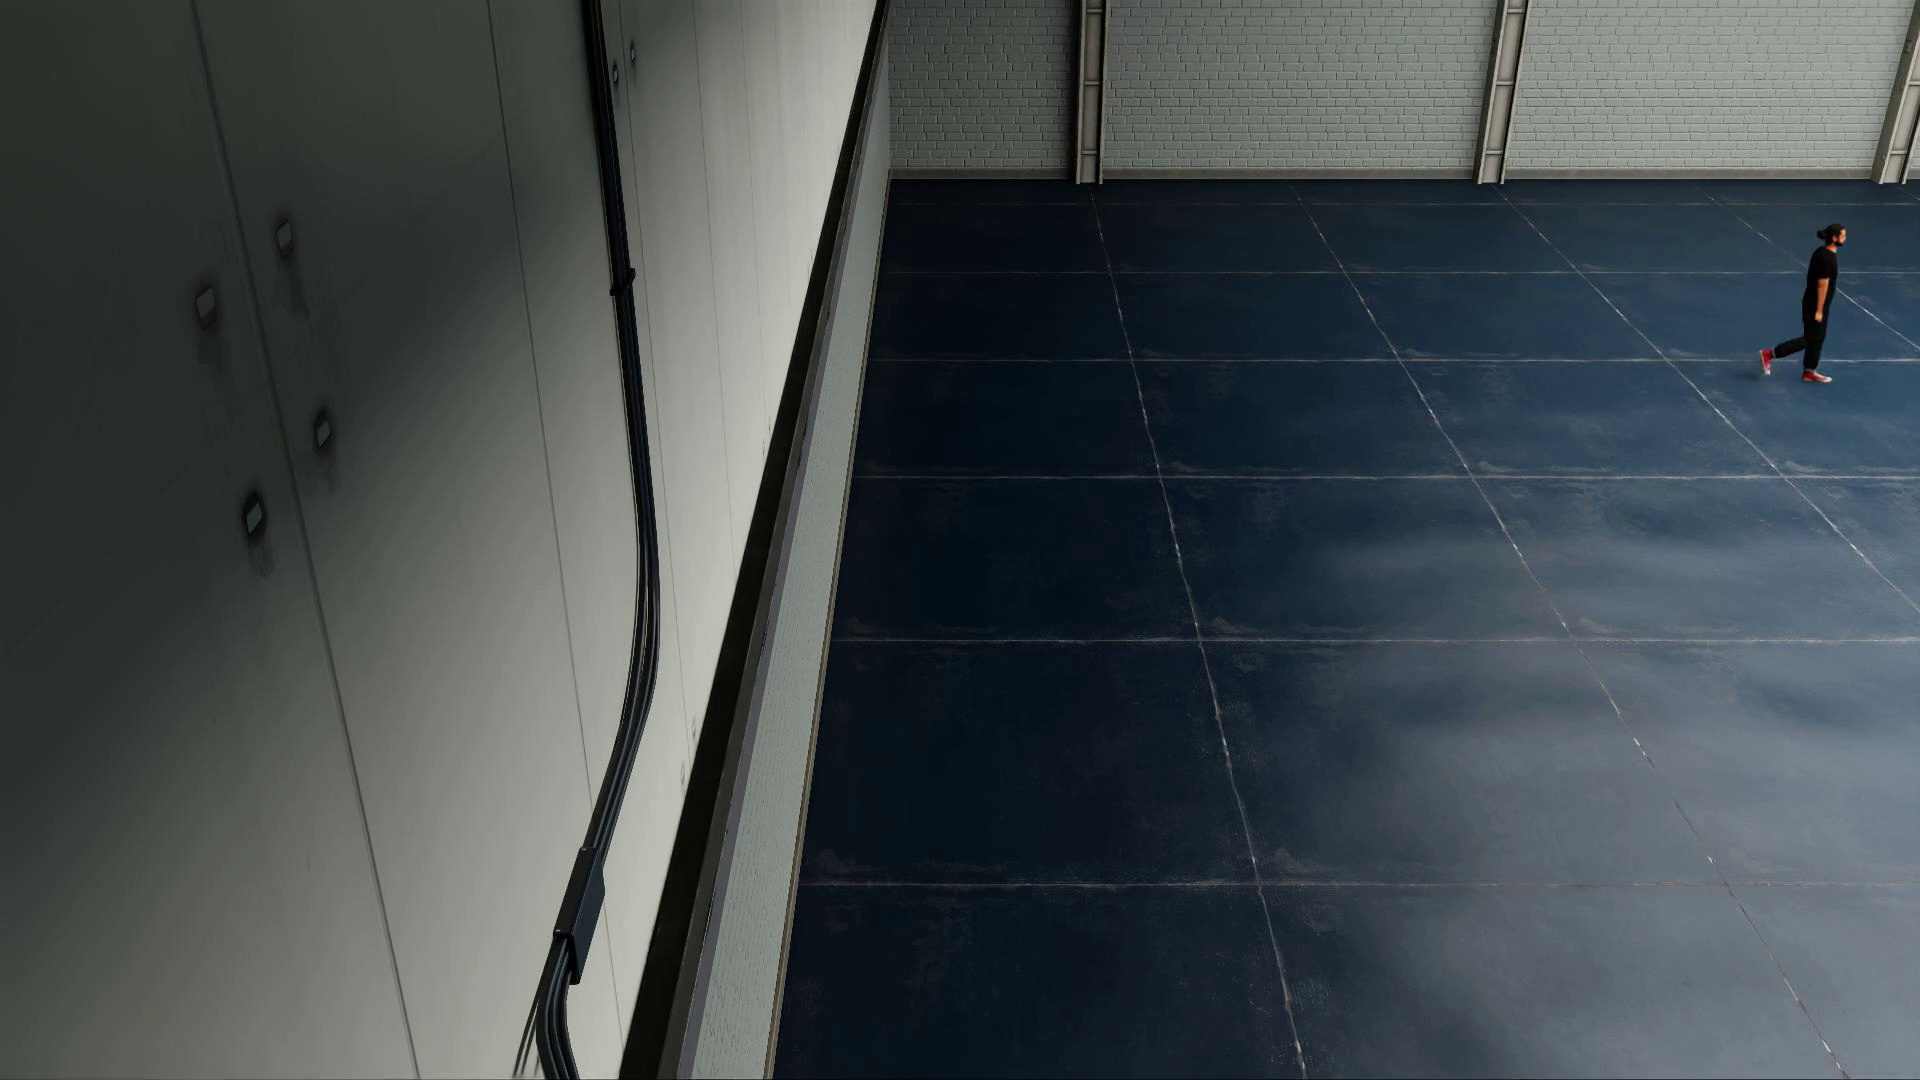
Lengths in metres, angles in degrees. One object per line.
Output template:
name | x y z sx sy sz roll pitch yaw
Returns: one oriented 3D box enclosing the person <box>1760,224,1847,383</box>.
person | 9.030 -2.495 17.677 1.096 1.742 0.882 11 30 19
